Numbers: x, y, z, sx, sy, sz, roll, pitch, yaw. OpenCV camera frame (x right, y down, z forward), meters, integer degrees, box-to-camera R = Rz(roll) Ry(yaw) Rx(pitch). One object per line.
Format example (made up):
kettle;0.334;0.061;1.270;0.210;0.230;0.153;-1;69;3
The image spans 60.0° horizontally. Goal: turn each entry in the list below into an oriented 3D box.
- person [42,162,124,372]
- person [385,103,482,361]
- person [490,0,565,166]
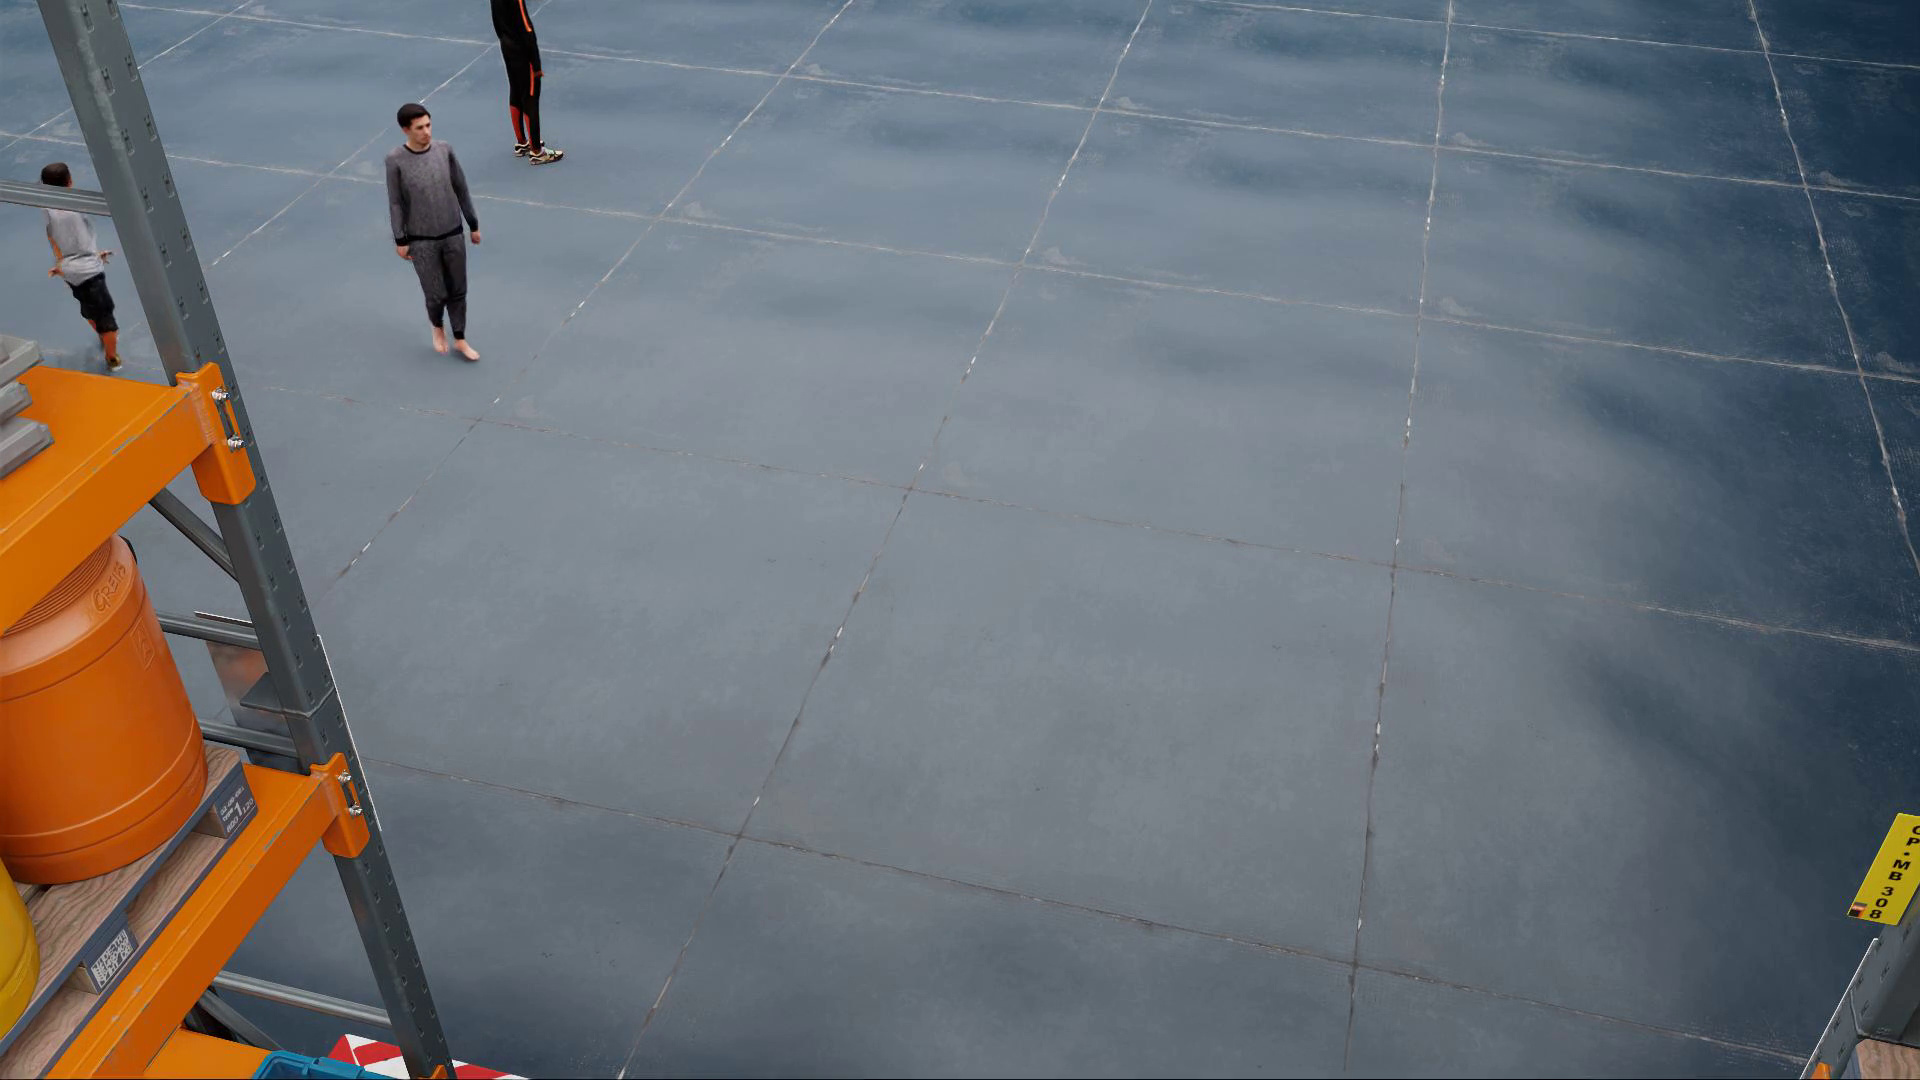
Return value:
person;-5.985;-1.866;11.295;0.864;1.432;0.983;-16;41;-20
person;-3.591;-2.102;11.265;0.791;1.841;0.887;-26;45;-29
person;-3.648;-4.020;13.744;0.723;1.808;0.713;-29;46;-32
